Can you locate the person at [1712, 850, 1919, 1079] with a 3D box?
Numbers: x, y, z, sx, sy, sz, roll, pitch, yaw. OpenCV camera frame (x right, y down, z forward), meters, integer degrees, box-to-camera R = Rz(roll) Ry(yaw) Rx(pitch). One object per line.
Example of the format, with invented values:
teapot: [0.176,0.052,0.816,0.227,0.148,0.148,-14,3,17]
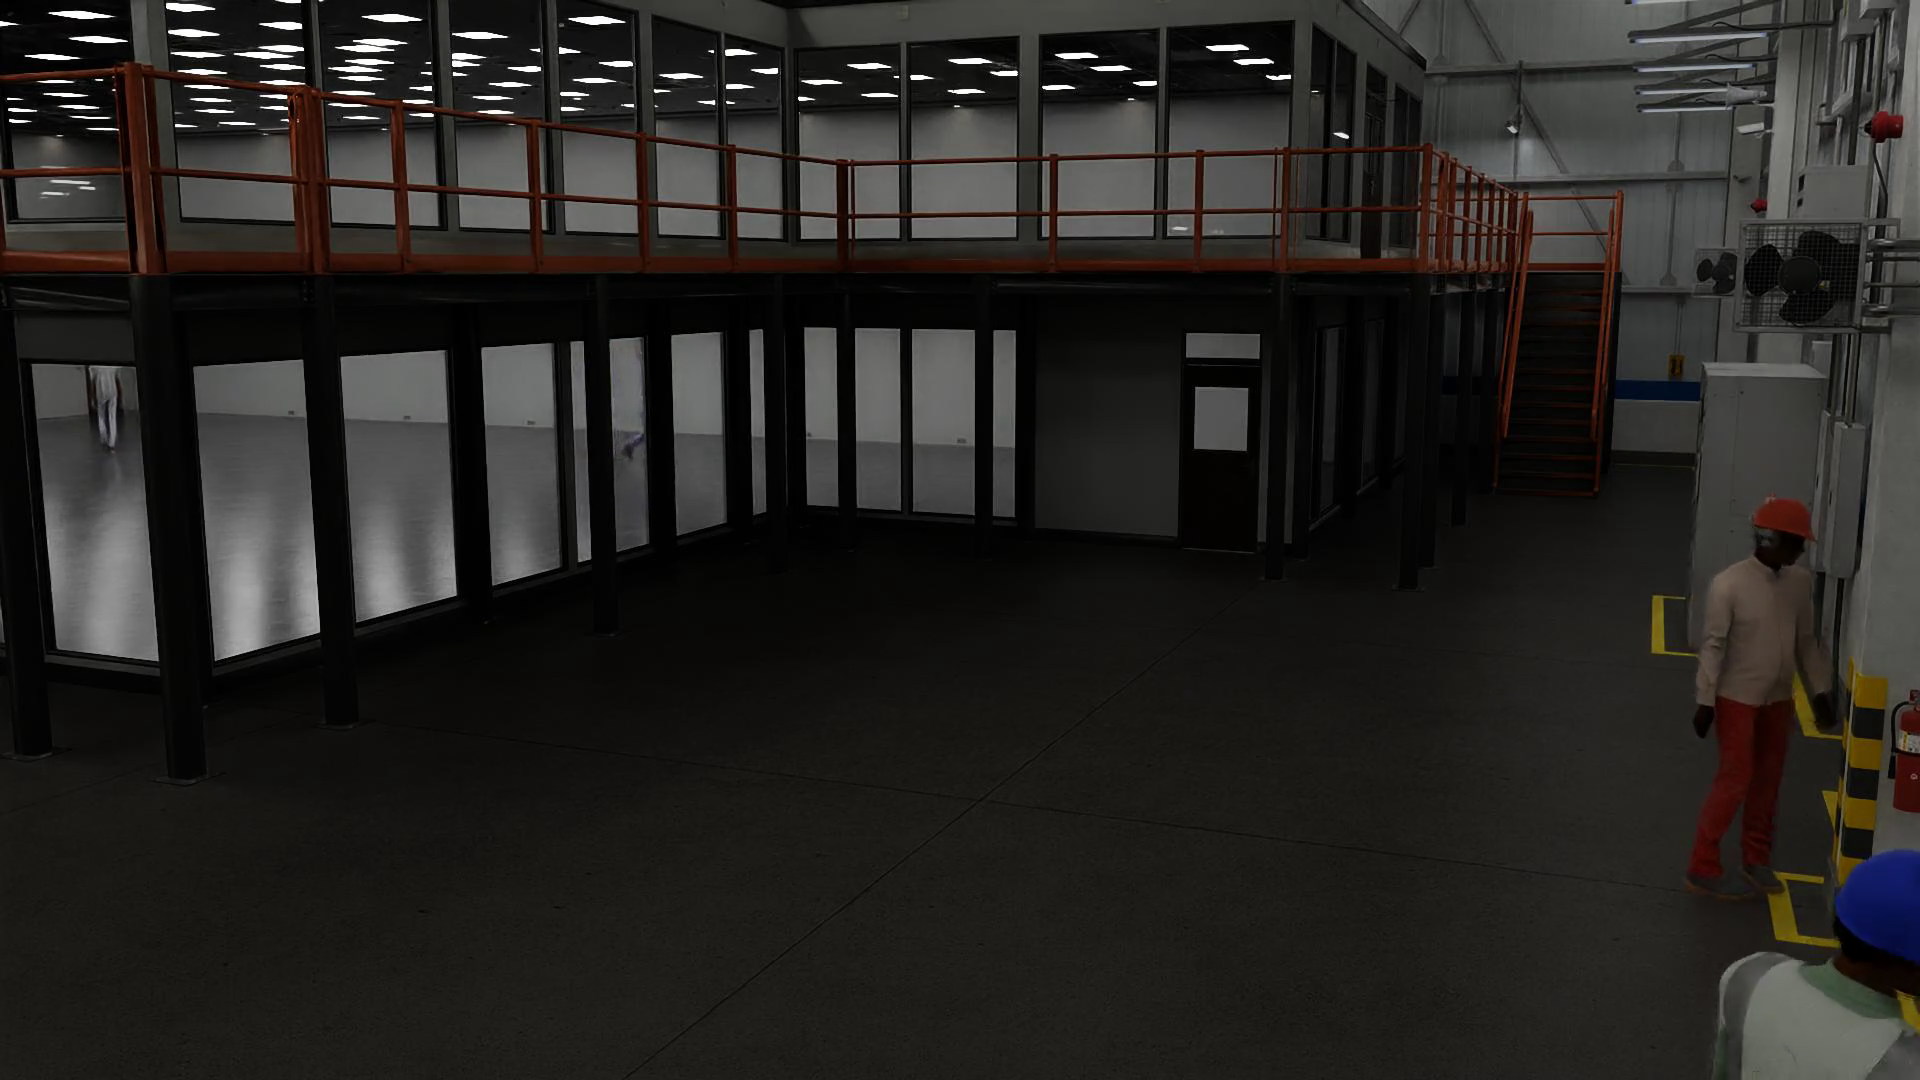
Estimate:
person: [1.863,1.538,3.560,0.499,1.912,0.690,-3,10,-19]

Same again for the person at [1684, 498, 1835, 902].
person: [3.906,0.769,8.160,0.658,1.963,0.450,-4,10,-25]
